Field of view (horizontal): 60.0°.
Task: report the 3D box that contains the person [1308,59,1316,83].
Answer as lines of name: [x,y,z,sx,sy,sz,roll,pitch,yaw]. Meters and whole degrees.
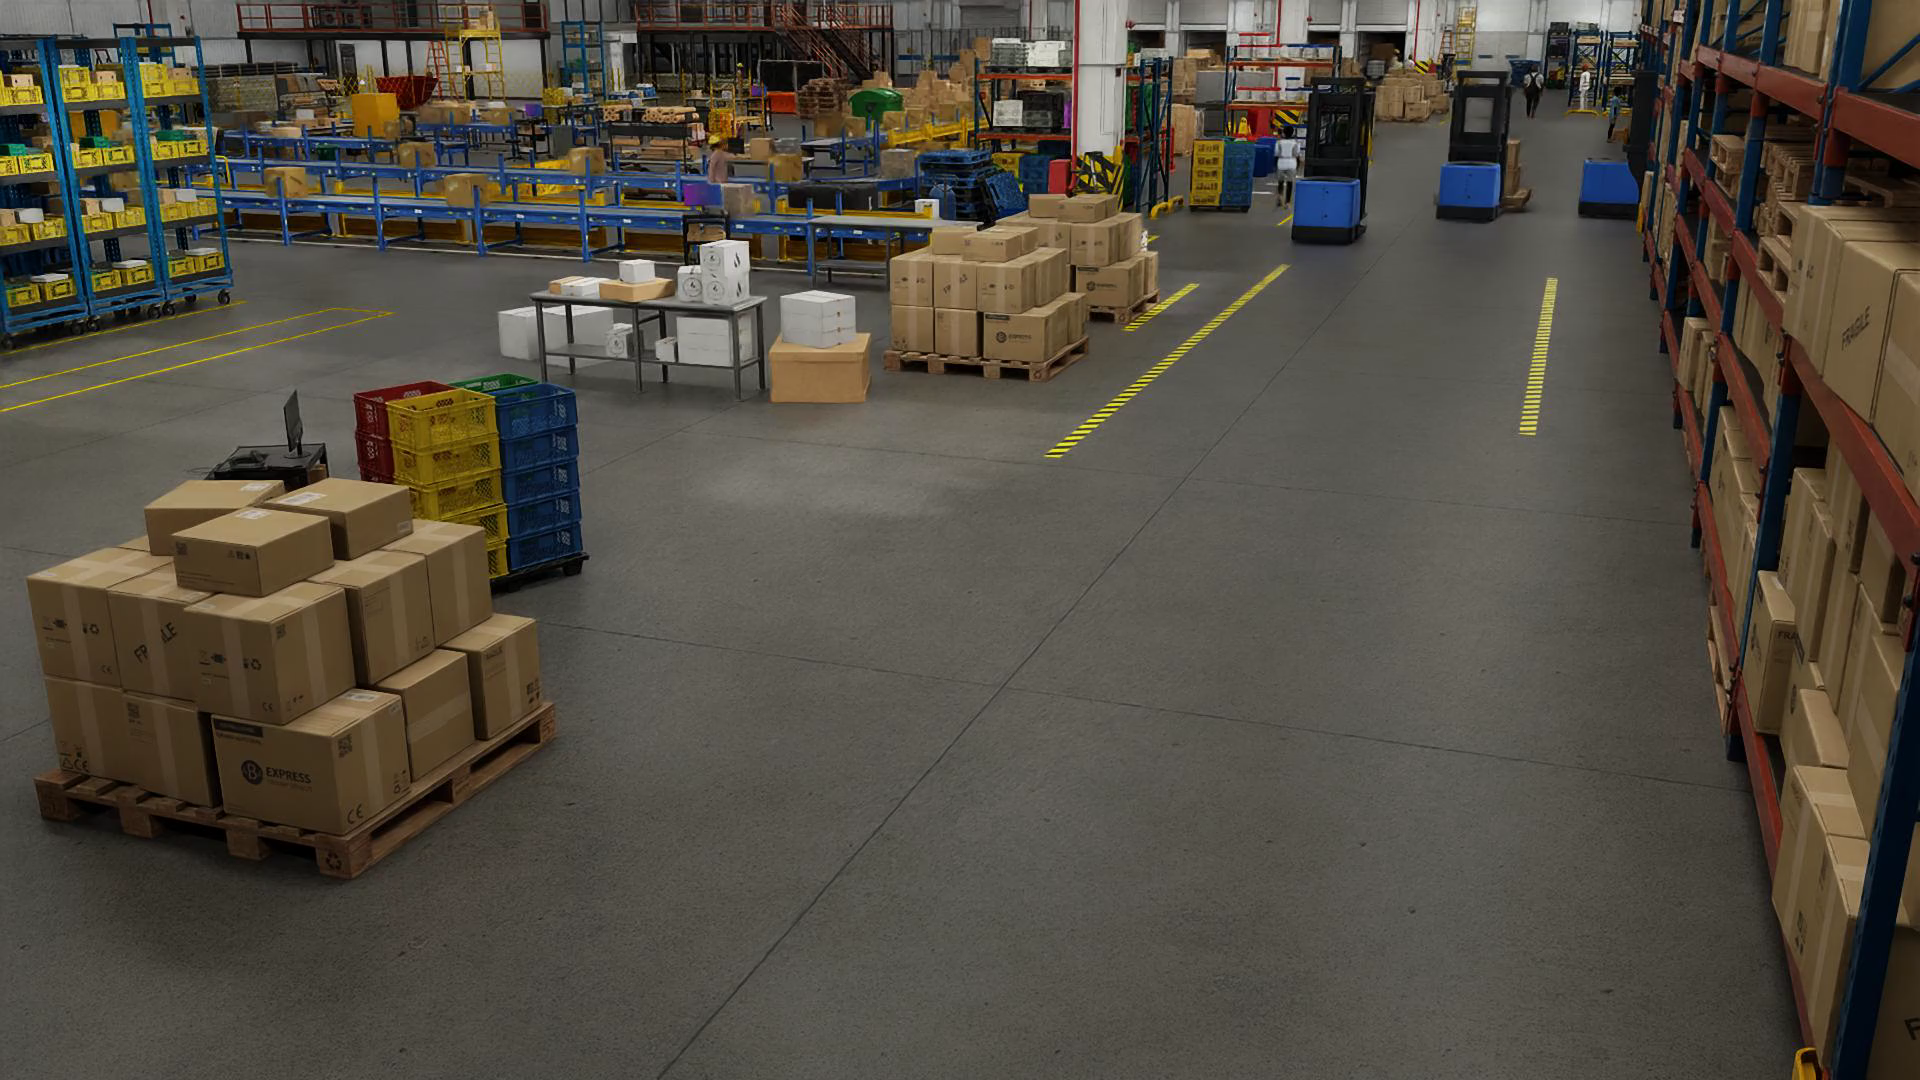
person: [19.740,-26.629,93.268,0.392,1.991,0.612,7,19,20]

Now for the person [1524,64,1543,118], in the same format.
person: [21.655,-16.978,62.865,0.695,2.000,0.671,8,19,24]

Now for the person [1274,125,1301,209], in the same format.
person: [6.714,-7.648,34.115,0.551,1.680,0.386,5,18,16]

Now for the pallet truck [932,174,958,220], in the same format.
pallet truck: [-0.507,-5.292,27.348,0.653,1.274,1.630,6,19,19]

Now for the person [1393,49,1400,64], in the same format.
person: [23.858,-25.977,91.373,0.817,1.904,0.591,2,18,7]

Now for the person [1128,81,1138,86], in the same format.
person: [6.478,-16.616,61.900,0.376,1.934,0.547,14,22,37]

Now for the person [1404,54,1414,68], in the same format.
person: [21.518,-22.271,79.663,0.368,1.938,0.632,-10,20,-28]

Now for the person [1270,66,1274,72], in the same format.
person: [14.412,-21.020,75.935,0.642,1.823,0.449,5,18,16]

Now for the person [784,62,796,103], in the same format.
person: [-7.339,-20.287,73.660,0.951,1.804,0.523,-3,18,-8]

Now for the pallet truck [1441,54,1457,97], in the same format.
pallet truck: [22.765,-21.886,78.355,0.823,1.965,1.885,-4,18,-14]

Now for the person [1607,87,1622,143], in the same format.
person: [20.148,-13.081,51.177,0.316,1.695,0.541,5,18,17]

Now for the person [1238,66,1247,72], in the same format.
person: [11.457,-18.467,67.744,0.371,1.915,0.595,-12,21,-33]

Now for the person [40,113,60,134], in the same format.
person: [-22.433,-10.095,41.247,0.388,2.036,0.605,5,18,16]

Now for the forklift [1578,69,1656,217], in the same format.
forklift: [13.219,-7.740,32.475,1.873,2.768,1.129,6,19,18]

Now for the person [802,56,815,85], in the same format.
person: [-6.870,-21.054,75.793,0.613,1.963,0.362,3,18,10]

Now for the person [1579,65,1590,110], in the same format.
person: [24.819,-17.940,66.165,0.574,1.876,0.356,-15,23,-40]

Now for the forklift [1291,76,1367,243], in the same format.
forklift: [6.598,-6.755,29.381,1.129,2.768,1.873,6,19,19]

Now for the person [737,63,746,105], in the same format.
person: [-9.493,-19.764,72.066,0.319,1.767,0.534,-6,19,-19]

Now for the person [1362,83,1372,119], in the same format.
person: [12.615,-13.392,52.007,0.584,1.782,0.903,-10,20,-28]

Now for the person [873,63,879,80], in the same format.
person: [-3.421,-18.497,67.927,0.332,1.864,0.514,3,18,9]

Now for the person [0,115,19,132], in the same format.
person: [-27.810,-12.327,48.471,0.651,1.906,0.402,-4,18,-14]

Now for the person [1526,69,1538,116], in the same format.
person: [22.285,-17.393,64.480,0.644,1.853,0.501,-3,18,-8]

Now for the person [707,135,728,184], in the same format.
person: [-4.566,-6.623,30.831,0.877,1.717,0.547,5,18,14]

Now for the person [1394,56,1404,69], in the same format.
person: [21.669,-22.951,82.045,0.628,1.787,1.000,-12,21,-33]

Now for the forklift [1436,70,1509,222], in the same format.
forklift: [10.029,-7.692,32.324,1.129,2.768,1.873,7,19,22]
